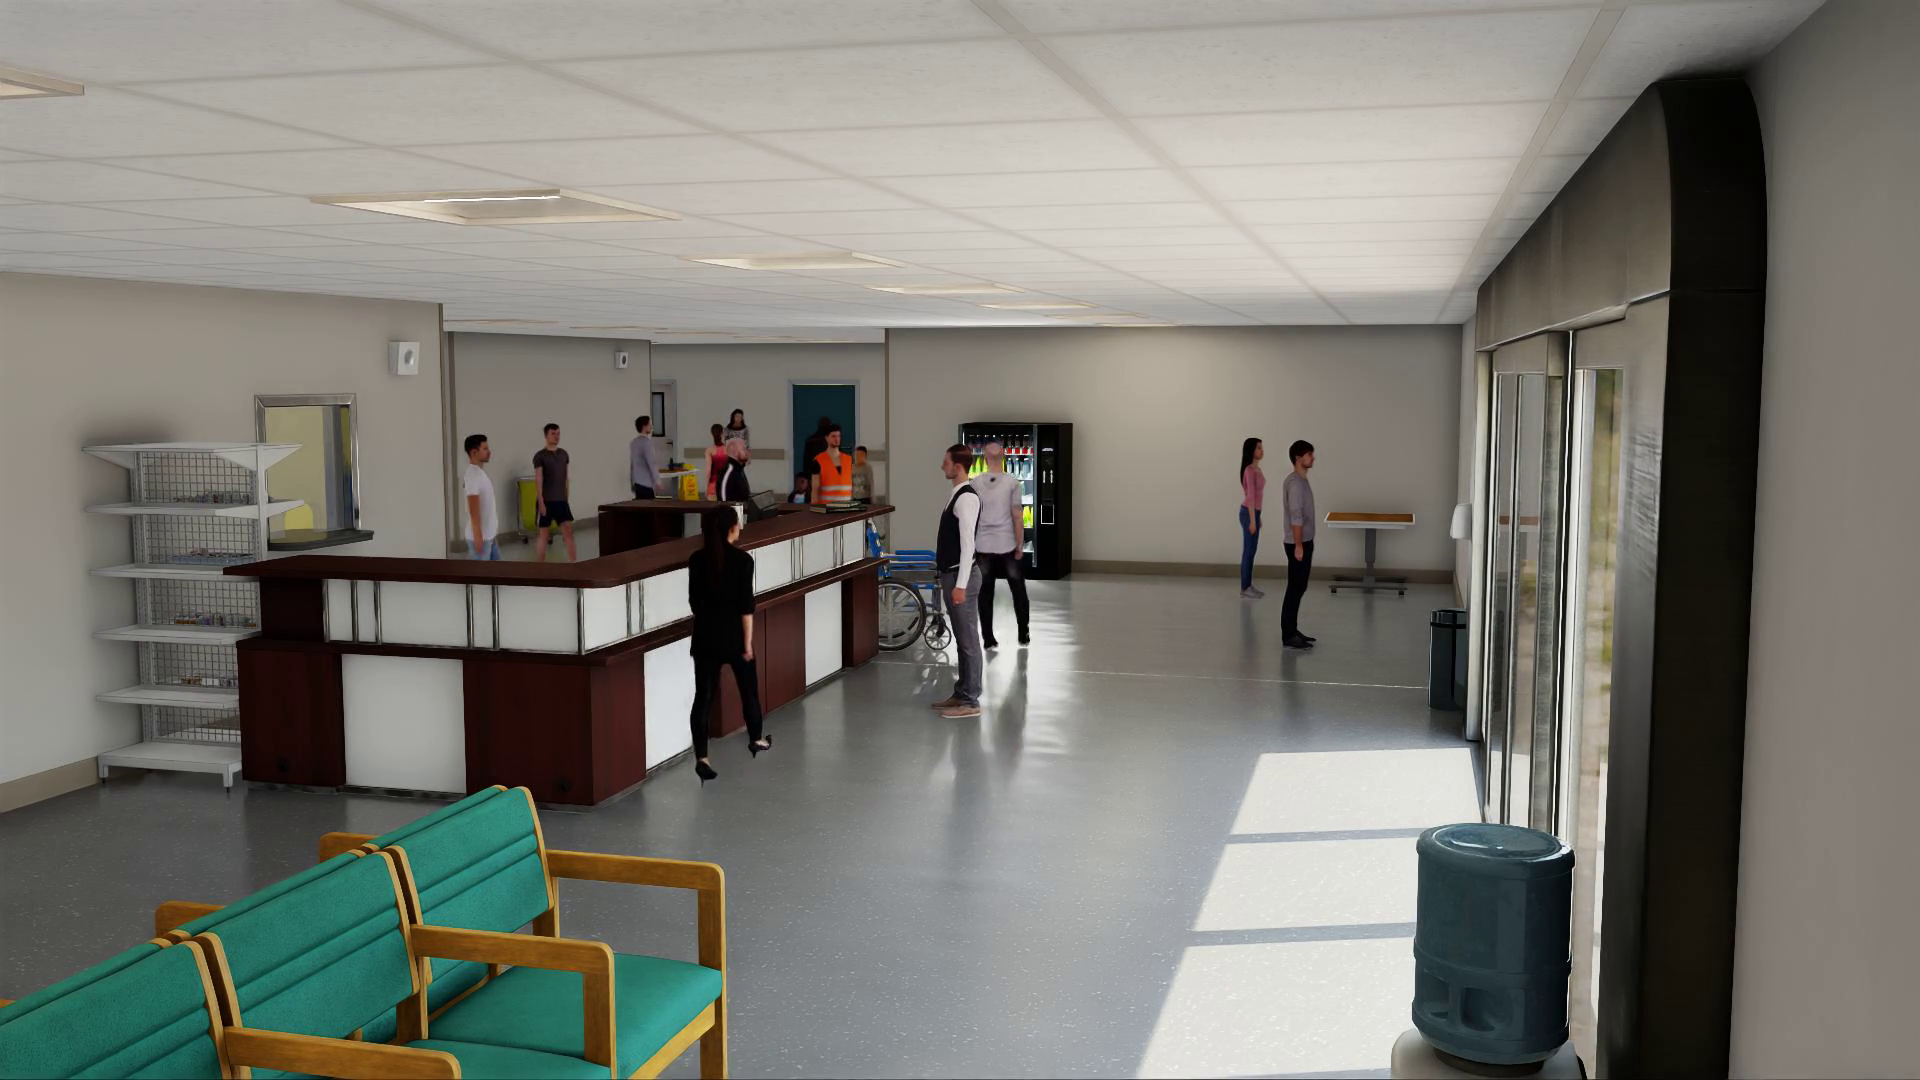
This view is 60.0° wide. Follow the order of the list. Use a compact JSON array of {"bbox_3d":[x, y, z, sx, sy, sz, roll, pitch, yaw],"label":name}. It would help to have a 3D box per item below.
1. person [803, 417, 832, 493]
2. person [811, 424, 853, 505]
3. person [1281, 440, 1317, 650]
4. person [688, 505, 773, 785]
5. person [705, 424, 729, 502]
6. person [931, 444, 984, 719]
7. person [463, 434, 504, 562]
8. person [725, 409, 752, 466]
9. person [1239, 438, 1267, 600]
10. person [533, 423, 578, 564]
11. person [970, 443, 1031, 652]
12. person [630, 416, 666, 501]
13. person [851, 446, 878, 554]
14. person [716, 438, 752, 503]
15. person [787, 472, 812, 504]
[{"bbox_3d":[-1.988,-0.848,23.893,1.259,1.771,0.937,0,6,3],"label":"person"},{"bbox_3d":[-1.438,-0.322,18.255,1.193,1.853,1.256,-3,7,-30],"label":"person"},{"bbox_3d":[3.019,0.027,14.838,0.521,1.843,0.668,2,6,17],"label":"person"},{"bbox_3d":[-1.452,0.644,9.821,0.990,1.619,0.715,2,6,19],"label":"person"},{"bbox_3d":[-3.264,-0.704,22.569,0.606,1.750,0.704,-2,6,-17],"label":"person"},{"bbox_3d":[0.013,0.272,11.900,0.713,1.943,0.737,-1,6,-9],"label":"person"},{"bbox_3d":[-4.573,-0.042,15.558,1.219,1.836,0.962,-1,6,-8],"label":"person"},{"bbox_3d":[-4.066,-1.447,30.067,1.225,1.711,1.120,-2,6,-15],"label":"person"},{"bbox_3d":[3.177,-0.252,18.117,0.554,1.742,0.603,3,6,24],"label":"person"},{"bbox_3d":[-4.837,-0.431,19.526,1.229,1.815,1.027,5,8,43],"label":"person"},{"bbox_3d":[0.291,0.073,14.534,0.751,1.812,0.750,2,6,19],"label":"person"},{"bbox_3d":[-4.430,-0.764,22.831,1.266,1.818,1.209,-3,7,-29],"label":"person"},{"bbox_3d":[-1.313,-0.554,22.558,0.537,1.454,0.650,2,6,17],"label":"person"},{"bbox_3d":[-2.270,-0.034,15.800,1.337,1.771,0.945,0,6,-3],"label":"person"},{"bbox_3d":[-1.878,-0.179,19.759,0.441,1.268,0.576,2,6,15],"label":"person"}]
